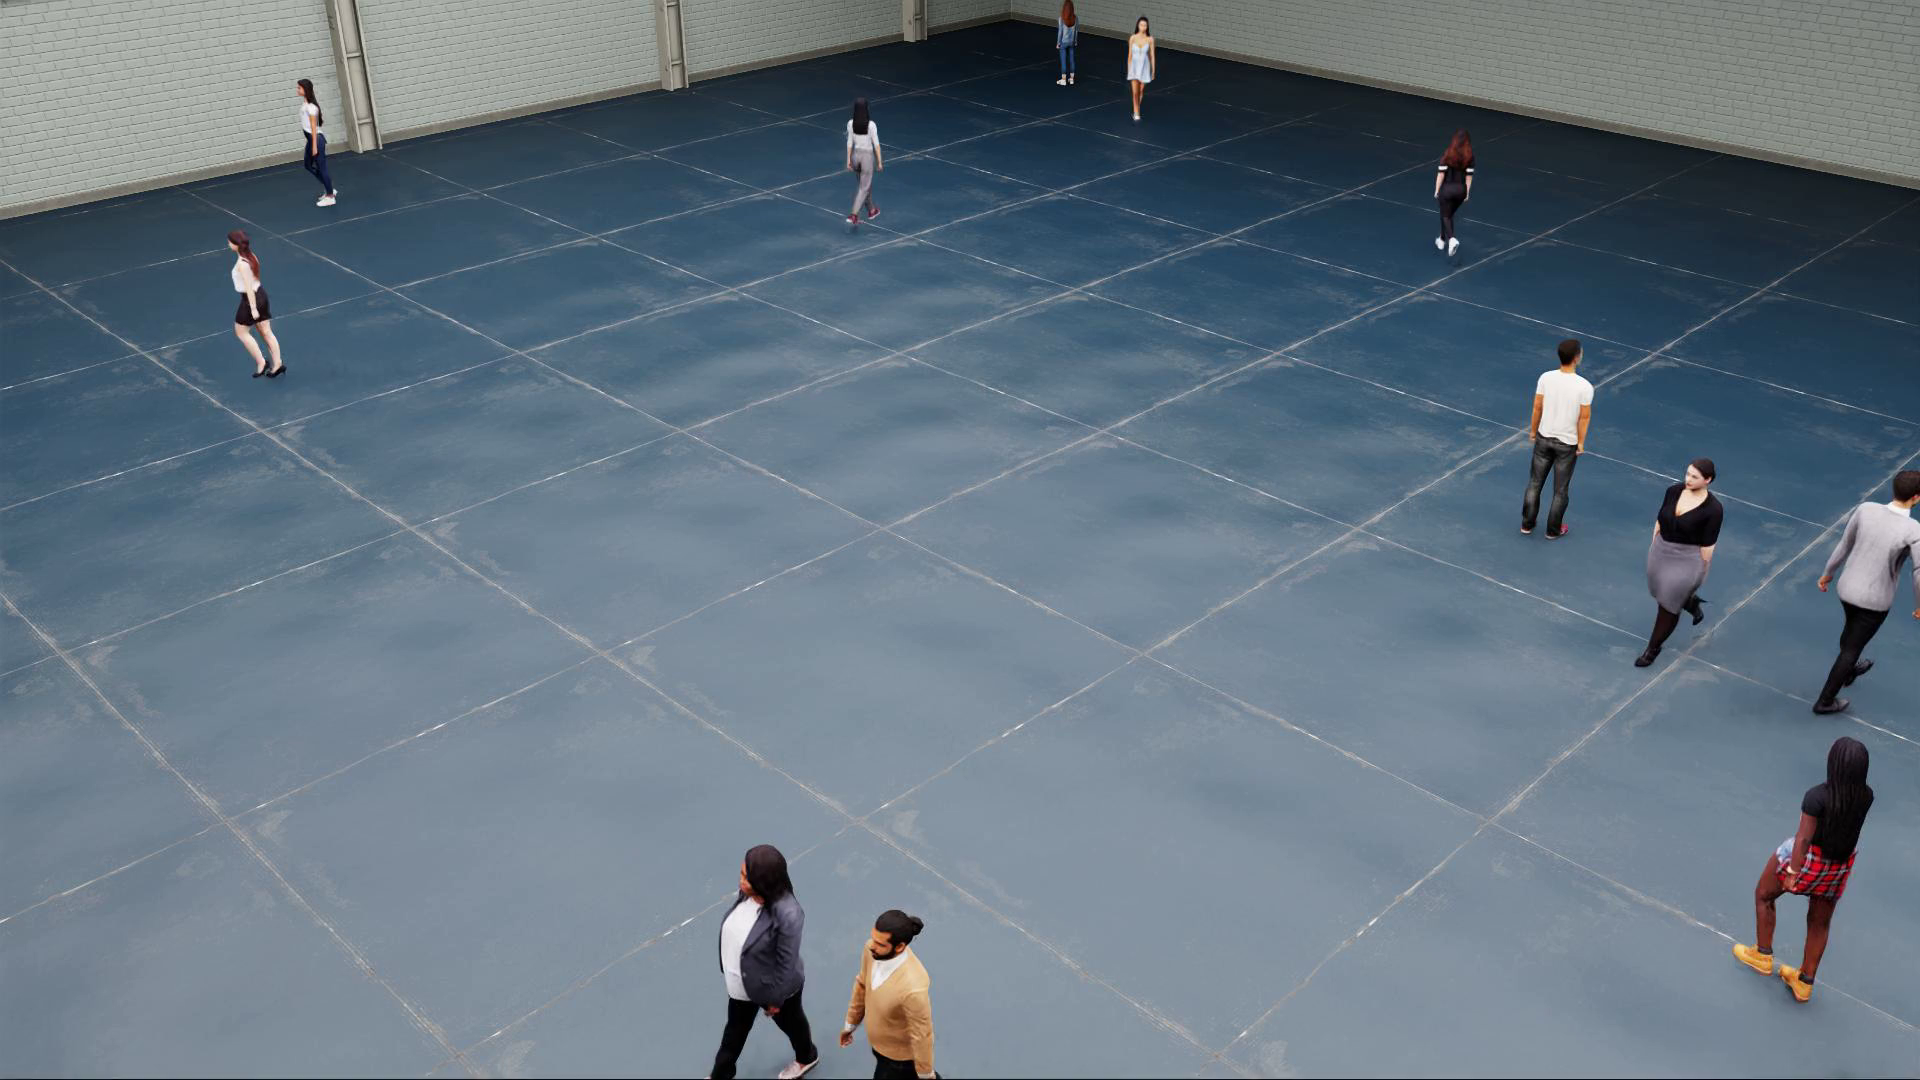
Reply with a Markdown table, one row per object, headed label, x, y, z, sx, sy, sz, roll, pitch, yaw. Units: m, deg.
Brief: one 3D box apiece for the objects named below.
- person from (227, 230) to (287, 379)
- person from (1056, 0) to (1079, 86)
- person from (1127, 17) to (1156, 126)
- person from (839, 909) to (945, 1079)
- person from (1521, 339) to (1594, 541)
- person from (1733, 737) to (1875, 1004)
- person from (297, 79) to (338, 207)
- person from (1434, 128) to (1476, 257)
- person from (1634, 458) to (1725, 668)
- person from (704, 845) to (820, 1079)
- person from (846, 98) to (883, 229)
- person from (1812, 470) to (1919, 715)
| label | x | y | z | sx | sy | sz | roll | pitch | yaw |
| --- | --- | --- | --- | --- | --- | --- | --- | --- | --- |
| person | -7.386 | -2.482 | 17.622 | 0.790 | 1.636 | 0.736 | -4 | 28 | -8 |
| person | 1.933 | -8.968 | 29.970 | 0.537 | 1.476 | 0.679 | -13 | 31 | -22 |
| person | 2.974 | -7.752 | 27.469 | 1.103 | 1.682 | 1.180 | 1 | 28 | 1 |
| person | -0.241 | 2.478 | 8.227 | 1.266 | 1.712 | 0.938 | -13 | 31 | -23 |
| person | 5.173 | -0.875 | 14.427 | 0.654 | 1.802 | 0.568 | 21 | 34 | 33 |
| person | 4.847 | 1.901 | 9.314 | 0.778 | 1.708 | 0.831 | -6 | 29 | -11 |
| person | -8.928 | -5.563 | 23.268 | 0.656 | 1.766 | 0.664 | -16 | 32 | -28 |
| person | 6.318 | -4.428 | 21.300 | 1.034 | 1.614 | 1.084 | 0 | 28 | 0 |
| person | 5.486 | 0.158 | 12.558 | 1.072 | 1.736 | 0.848 | -13 | 31 | -23 |
| person | -0.948 | 2.261 | 8.788 | 0.954 | 1.568 | 0.666 | -24 | 36 | -37 |
| person | -1.339 | -5.040 | 22.356 | 0.886 | 1.701 | 1.213 | 13 | 31 | 23 |
| person | 6.438 | 0.400 | 11.940 | 1.181 | 1.890 | 1.020 | -13 | 31 | -22 |
